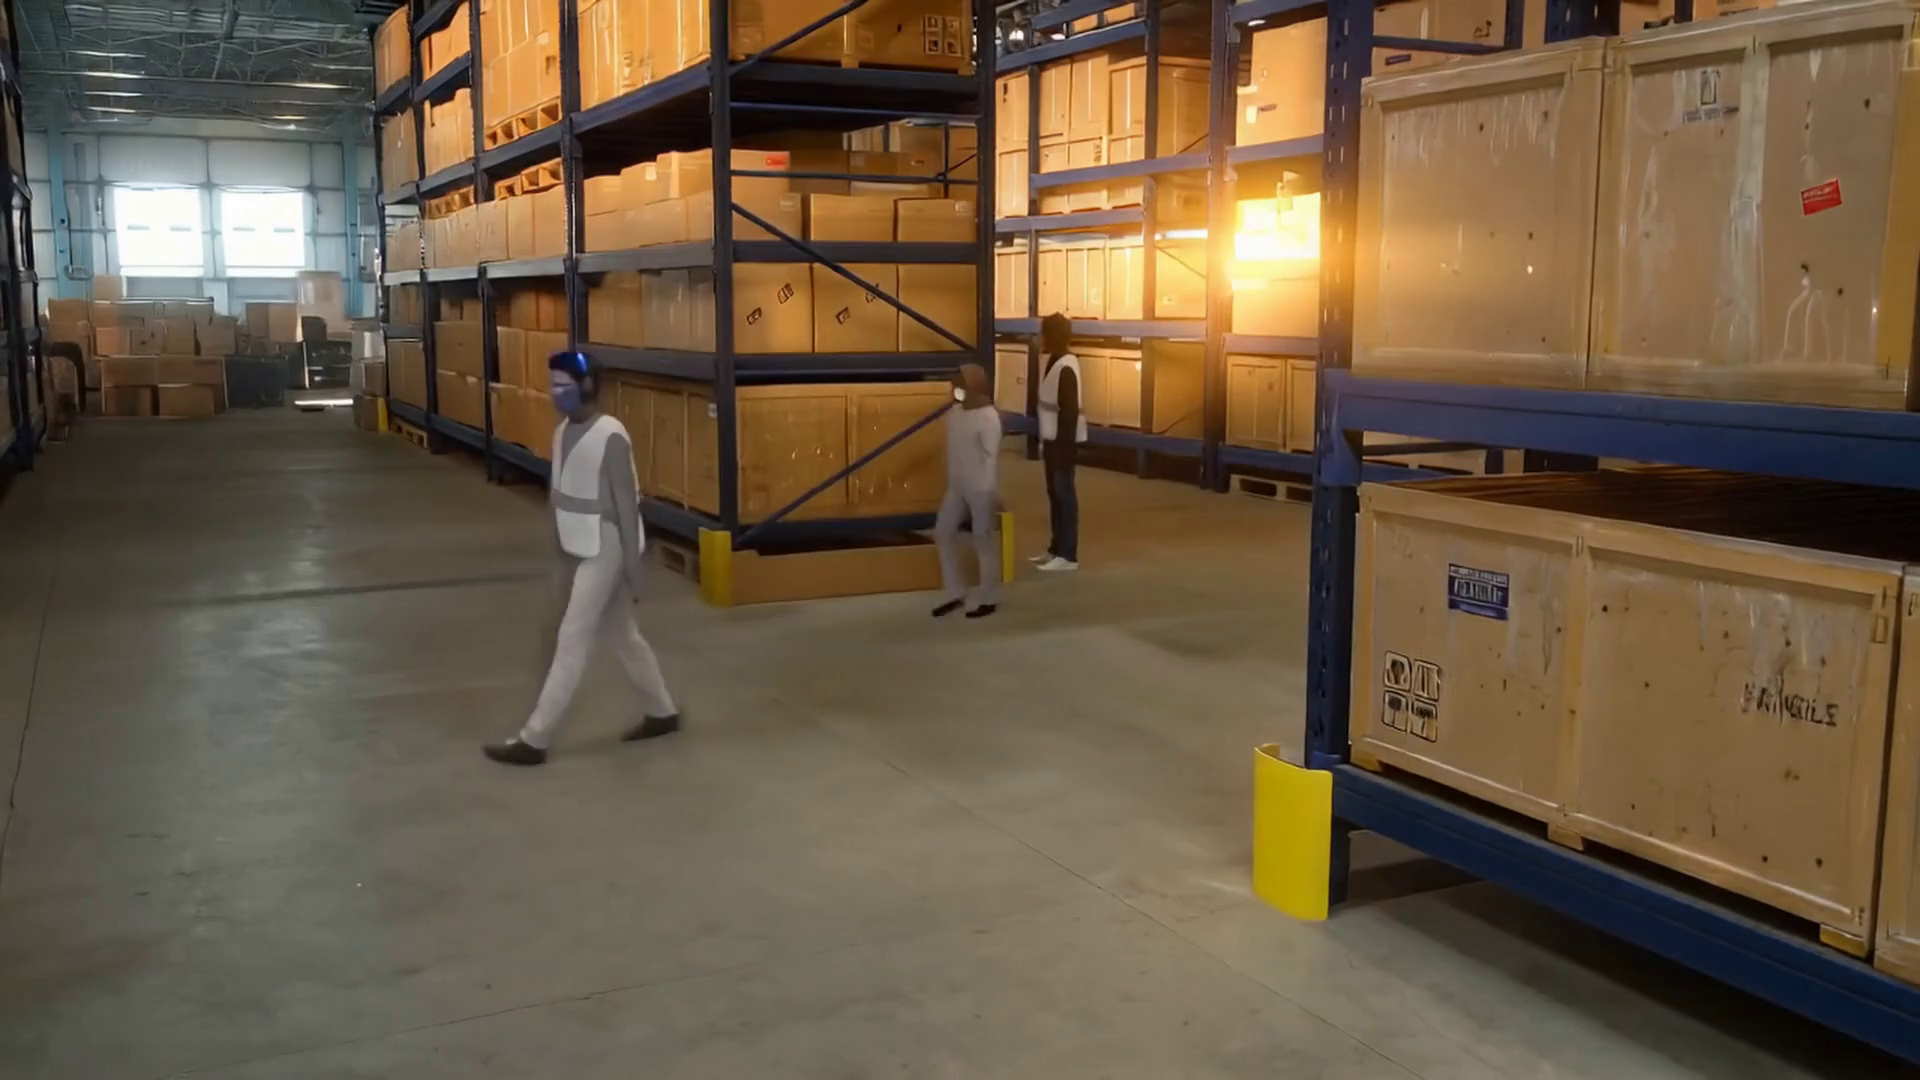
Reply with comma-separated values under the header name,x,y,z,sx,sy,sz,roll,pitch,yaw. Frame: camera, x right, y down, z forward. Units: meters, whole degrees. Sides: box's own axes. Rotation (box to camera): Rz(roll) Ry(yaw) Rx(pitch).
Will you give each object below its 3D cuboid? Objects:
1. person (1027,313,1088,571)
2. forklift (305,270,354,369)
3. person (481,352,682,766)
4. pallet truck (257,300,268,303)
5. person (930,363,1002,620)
name,x,y,z,sx,sy,sz,roll,pitch,yaw
person,0.741,-0.730,12.423,0.391,1.920,0.593,-2,8,-10
forklift,-17.965,-6.238,47.102,1.129,2.768,1.873,-5,10,-32
person,-1.655,0.070,7.347,1.001,1.790,0.599,-6,10,-36
pallet truck,-23.913,-7.404,58.171,1.885,1.965,0.823,-1,8,-9
person,0.026,-0.293,10.393,0.545,1.614,0.513,-7,11,-41
